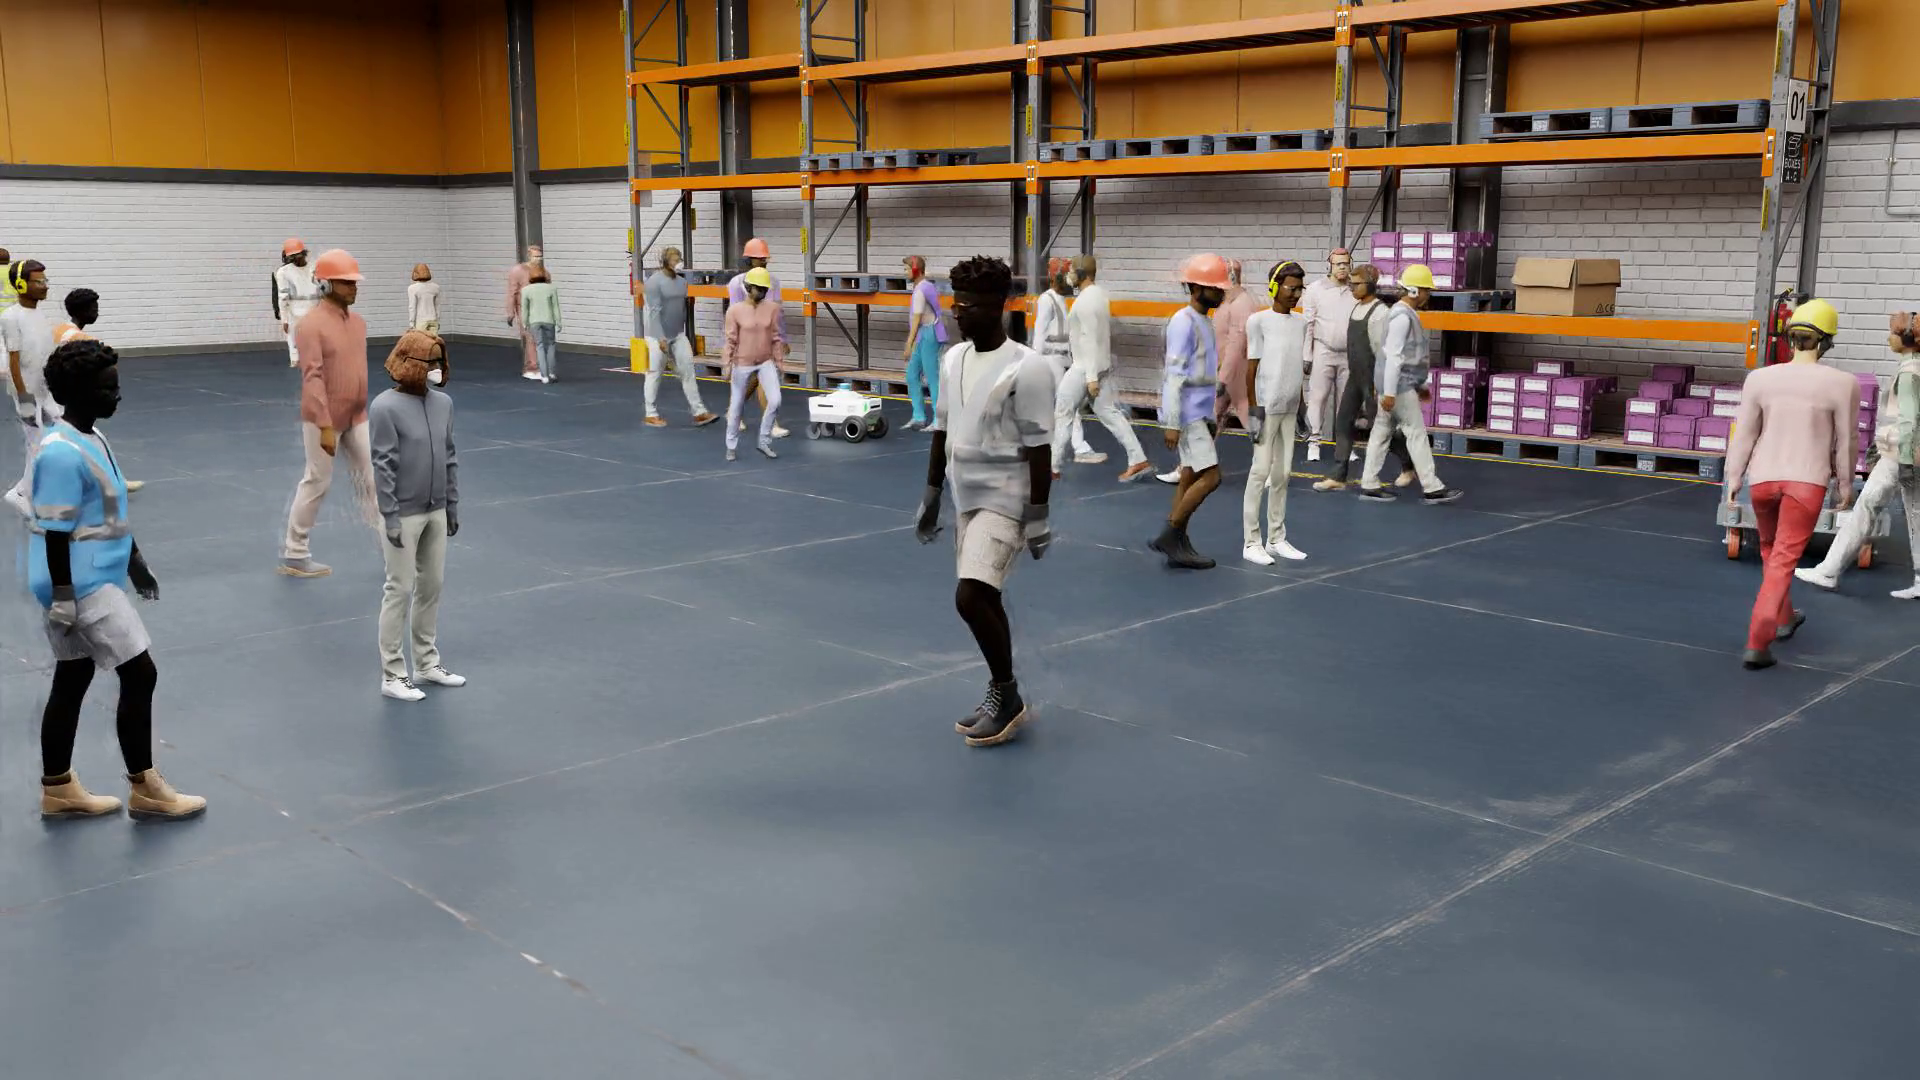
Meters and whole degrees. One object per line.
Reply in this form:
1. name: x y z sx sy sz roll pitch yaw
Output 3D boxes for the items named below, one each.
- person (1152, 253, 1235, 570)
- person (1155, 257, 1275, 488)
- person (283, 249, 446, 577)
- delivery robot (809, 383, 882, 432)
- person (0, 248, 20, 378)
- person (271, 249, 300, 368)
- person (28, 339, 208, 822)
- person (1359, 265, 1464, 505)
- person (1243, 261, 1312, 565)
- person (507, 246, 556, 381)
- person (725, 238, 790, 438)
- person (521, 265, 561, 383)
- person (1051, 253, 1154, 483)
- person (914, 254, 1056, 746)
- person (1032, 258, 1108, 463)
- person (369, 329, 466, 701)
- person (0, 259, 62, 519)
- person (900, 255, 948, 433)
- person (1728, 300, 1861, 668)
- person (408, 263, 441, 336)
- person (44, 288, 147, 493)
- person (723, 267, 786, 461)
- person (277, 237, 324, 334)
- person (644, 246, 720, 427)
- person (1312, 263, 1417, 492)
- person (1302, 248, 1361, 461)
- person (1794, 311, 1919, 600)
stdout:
1. person: 1.423 -0.746 9.933 0.414 1.917 0.599 4 11 21
2. person: 2.147 -1.314 13.262 1.041 1.851 0.660 -2 11 -8
3. person: -3.605 -0.722 9.767 1.000 1.937 0.636 3 11 18
4. delivery robot: -1.140 -1.308 16.473 0.707 0.478 0.477 6 12 27
5. person: -13.566 -3.222 23.659 0.429 1.844 0.627 6 12 28
6. person: -10.217 -3.559 25.522 0.651 1.830 0.446 -1 10 -7
7. person: -2.905 0.151 5.713 0.663 1.667 0.541 -5 11 -23
8. person: 3.449 -1.159 12.535 0.852 1.791 0.590 2 11 12
9. person: 1.981 -0.785 10.309 0.517 1.865 0.328 -8 13 -36
10. person: -5.887 -3.142 23.137 0.868 1.864 0.671 8 13 38
11. person: -2.096 -2.061 16.915 1.012 2.002 0.650 9 14 41
12. person: -5.777 -2.974 22.919 0.516 1.605 0.668 -3 11 -18
13. person: 1.091 -1.392 13.573 1.037 1.893 0.620 4 11 19
14. person: 0.083 -0.147 6.612 0.533 1.947 0.622 -6 12 -30
15. person: 0.812 -1.604 14.899 1.003 1.831 0.583 2 11 12
16. person: -2.376 -0.110 7.302 0.310 1.624 0.494 4 11 23
17. person: -6.327 -0.974 11.341 0.437 1.861 0.501 0 10 0
18. person: -0.409 -1.995 17.031 0.645 1.810 0.597 0 10 1
19. person: 3.988 -0.279 7.947 0.921 1.710 0.525 -9 14 -42
20. person: -7.424 -3.014 23.082 0.286 1.636 0.498 8 13 37
21. person: -6.660 -1.066 12.462 0.903 1.621 0.563 -6 12 -31
22. person: -1.860 -1.567 14.922 0.597 1.735 0.530 -6 12 -31
23. person: -8.503 -2.924 21.630 0.660 1.989 0.655 -6 12 -31
24. person: -2.978 -2.110 17.427 0.952 1.895 0.645 7 12 33
25. person: 3.264 -1.273 13.134 0.881 1.813 0.522 -3 11 -16
26. person: 3.380 -1.655 14.936 0.645 1.908 0.408 -1 10 -5
27. person: 5.137 -0.465 9.289 0.808 1.603 0.520 9 14 41
